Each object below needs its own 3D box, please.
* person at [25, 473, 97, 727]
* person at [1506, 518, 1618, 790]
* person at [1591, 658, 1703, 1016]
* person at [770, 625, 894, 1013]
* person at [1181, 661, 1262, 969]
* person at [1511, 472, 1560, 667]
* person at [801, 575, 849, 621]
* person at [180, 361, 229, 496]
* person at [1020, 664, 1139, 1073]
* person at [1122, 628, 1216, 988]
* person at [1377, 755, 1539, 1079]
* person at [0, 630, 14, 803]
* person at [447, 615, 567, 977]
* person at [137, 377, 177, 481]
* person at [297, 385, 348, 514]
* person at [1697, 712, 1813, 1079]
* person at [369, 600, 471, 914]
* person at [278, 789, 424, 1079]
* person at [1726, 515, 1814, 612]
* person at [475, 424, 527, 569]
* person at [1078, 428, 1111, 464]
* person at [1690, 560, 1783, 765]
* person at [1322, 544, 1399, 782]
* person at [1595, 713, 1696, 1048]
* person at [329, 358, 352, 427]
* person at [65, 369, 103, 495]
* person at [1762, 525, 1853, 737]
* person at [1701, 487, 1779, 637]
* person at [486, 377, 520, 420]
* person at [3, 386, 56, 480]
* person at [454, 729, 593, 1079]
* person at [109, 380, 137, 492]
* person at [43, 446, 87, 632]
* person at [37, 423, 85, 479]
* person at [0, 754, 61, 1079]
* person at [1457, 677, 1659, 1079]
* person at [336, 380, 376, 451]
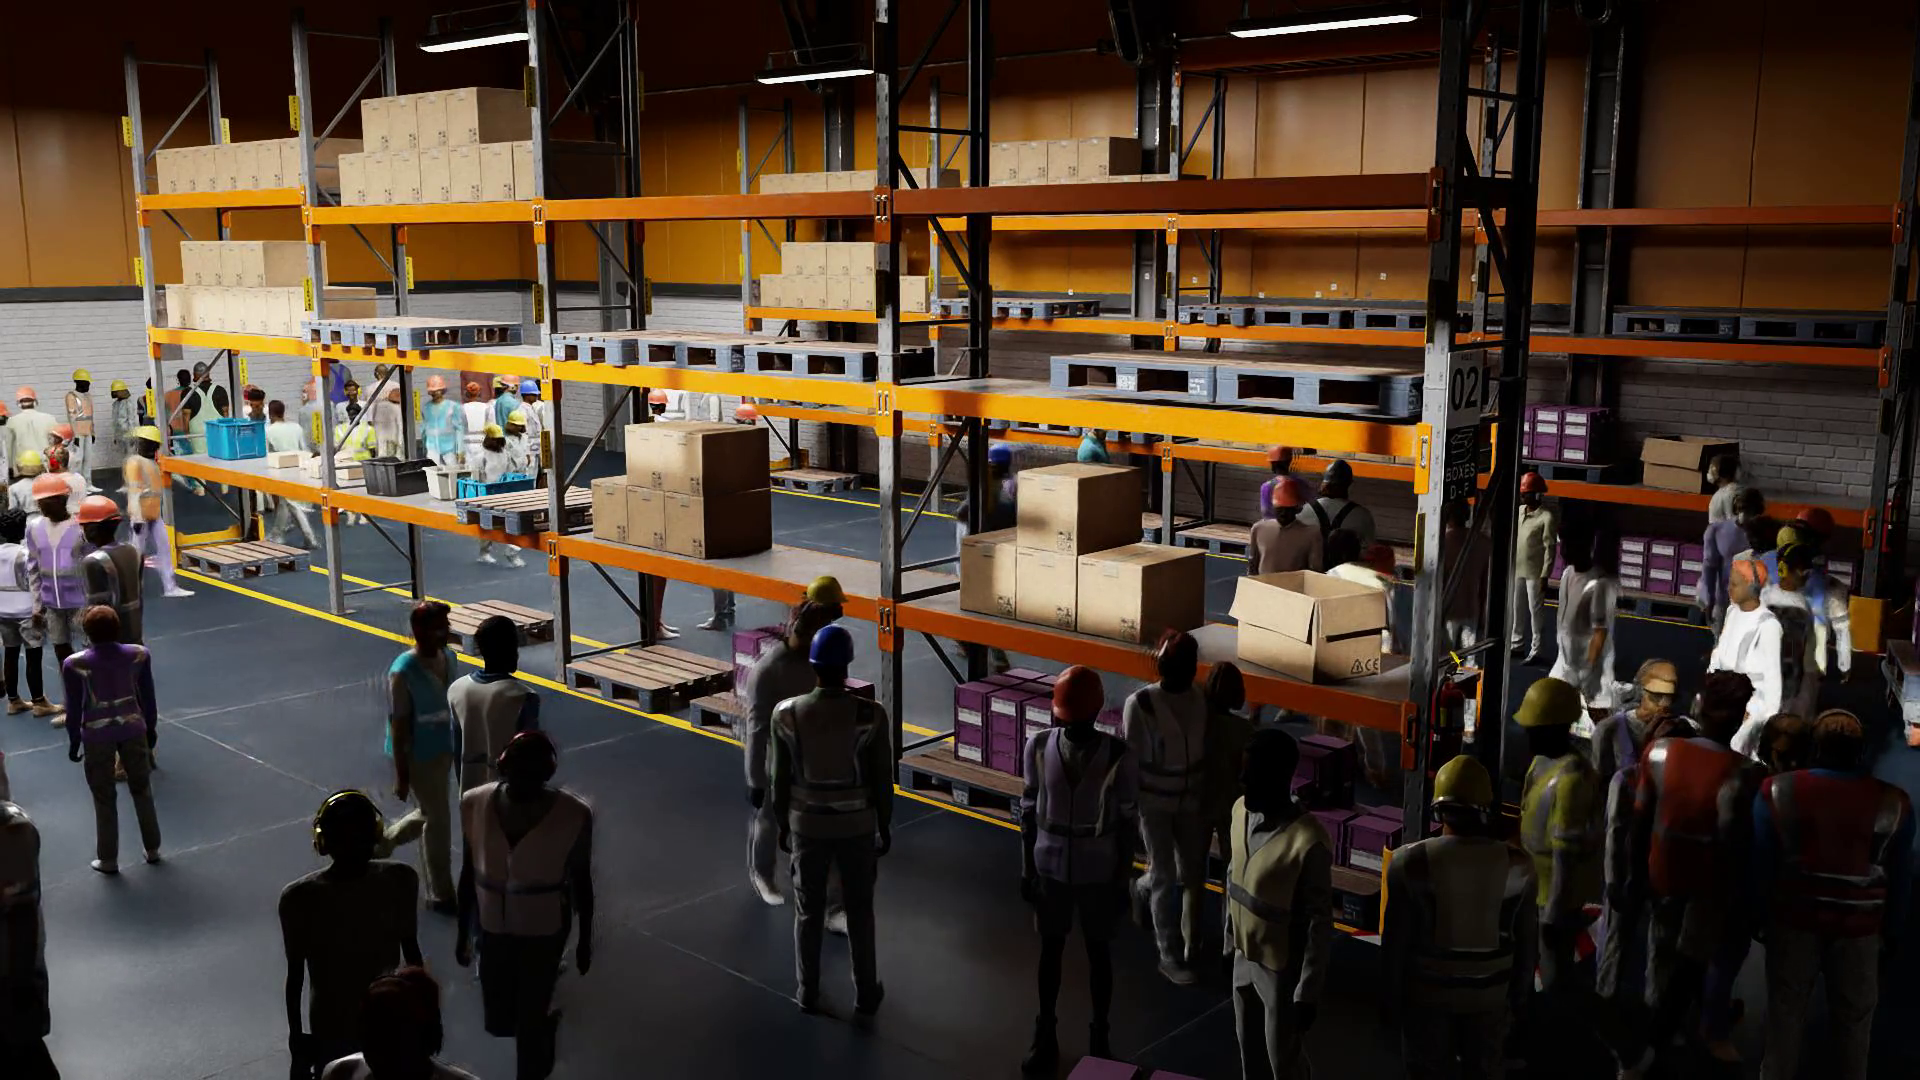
[{"bbox_3d":[-6.950,0.487,13.053,0.711,2.020,0.384,1,10,3],"label":"person"},{"bbox_3d":[4.192,0.812,11.430,0.877,1.912,0.617,-3,10,-16],"label":"person"},{"bbox_3d":[3.317,1.451,8.074,0.556,1.834,0.348,1,10,7],"label":"person"},{"bbox_3d":[-0.623,1.376,8.176,0.605,1.948,0.391,0,10,2],"label":"person"},{"bbox_3d":[1.352,1.436,8.721,0.507,1.632,0.267,5,11,27],"label":"person"},{"bbox_3d":[5.136,0.259,15.040,0.330,1.751,0.563,-4,11,-22],"label":"person"},{"bbox_3d":[-0.846,1.086,10.329,0.331,1.768,0.526,-2,10,-10],"label":"person"},{"bbox_3d":[-11.494,-1.702,25.316,0.681,2.000,0.538,-7,12,-36],"label":"person"},{"bbox_3d":[0.527,1.496,7.548,0.542,1.929,0.368,3,10,15],"label":"person"},{"bbox_3d":[1.043,1.336,8.642,0.588,1.865,0.662,-5,11,-27],"label":"person"},{"bbox_3d":[1.923,1.735,6.481,0.600,1.826,0.404,0,10,2],"label":"person"},{"bbox_3d":[-6.659,0.903,11.075,0.570,1.877,0.354,1,10,3],"label":"person"},{"bbox_3d":[-2.344,1.331,8.516,0.591,1.918,0.392,5,11,27],"label":"person"},{"bbox_3d":[-12.891,-1.774,26.691,0.540,1.695,0.317,-2,10,-10],"label":"person"},{"bbox_3d":[-9.013,-1.270,23.473,1.005,1.843,0.649,7,12,36],"label":"person"},{"bbox_3d":[3.566,1.605,7.321,0.542,1.783,1.025,1,10,4],"label":"person"},{"bbox_3d":[-3.116,1.217,9.454,0.727,1.823,0.578,2,10,13],"label":"person"},{"bbox_3d":[-2.188,1.796,6.067,0.507,1.861,0.327,-7,12,-33],"label":"person"},{"bbox_3d":[6.007,0.715,12.297,0.640,1.816,0.401,9,13,40],"label":"person"},{"bbox_3d":[-5.442,-0.521,19.604,0.892,1.689,0.501,6,12,31],"label":"person"},{"bbox_3d":[1.535,-0.474,18.754,0.411,1.908,0.643,2,10,9],"label":"person"},{"bbox_3d":[4.810,1.032,10.438,0.961,1.836,0.584,1,10,6],"label":"person"},{"bbox_3d":[2.797,0.845,11.883,0.335,1.702,0.675,-7,12,-35],"label":"person"},{"bbox_3d":[3.254,1.601,7.811,0.517,1.630,0.322,-1,10,-5],"label":"person"},{"bbox_3d":[-11.065,-2.406,29.292,0.536,2.000,0.683,6,12,32],"label":"person"},{"bbox_3d":[-13.375,-1.651,25.389,0.407,1.919,0.592,0,10,2],"label":"person"},{"bbox_3d":[5.778,0.832,11.477,0.640,1.871,1.004,6,12,31],"label":"person"},{"bbox_3d":[6.299,0.489,13.391,0.611,1.895,1.005,7,12,35],"label":"person"},{"bbox_3d":[-6.703,-1.447,24.342,0.608,1.872,0.998,-7,12,-36],"label":"person"},{"bbox_3d":[-11.980,-0.997,21.500,0.653,1.975,0.543,-6,12,-31],"label":"person"},{"bbox_3d":[-1.829,1.641,7.064,0.618,1.805,0.652,1,10,6],"label":"person"},{"bbox_3d":[-12.818,-1.581,25.492,0.484,1.738,0.321,6,12,30],"label":"person"},{"bbox_3d":[-8.733,-0.011,16.344,0.387,1.835,0.562,0,10,1],"label":"person"},{"bbox_3d":[-10.503,-0.503,19.420,0.583,1.721,0.407,-2,10,-8],"label":"person"},{"bbox_3d":[-3.863,1.661,6.630,0.546,1.934,0.381,6,12,32],"label":"person"},{"bbox_3d":[2.700,1.530,7.429,0.761,1.911,0.655,2,10,10],"label":"person"},{"bbox_3d":[-8.699,-1.376,23.957,0.521,1.870,0.319,-2,10,-11],"label":"person"}]
